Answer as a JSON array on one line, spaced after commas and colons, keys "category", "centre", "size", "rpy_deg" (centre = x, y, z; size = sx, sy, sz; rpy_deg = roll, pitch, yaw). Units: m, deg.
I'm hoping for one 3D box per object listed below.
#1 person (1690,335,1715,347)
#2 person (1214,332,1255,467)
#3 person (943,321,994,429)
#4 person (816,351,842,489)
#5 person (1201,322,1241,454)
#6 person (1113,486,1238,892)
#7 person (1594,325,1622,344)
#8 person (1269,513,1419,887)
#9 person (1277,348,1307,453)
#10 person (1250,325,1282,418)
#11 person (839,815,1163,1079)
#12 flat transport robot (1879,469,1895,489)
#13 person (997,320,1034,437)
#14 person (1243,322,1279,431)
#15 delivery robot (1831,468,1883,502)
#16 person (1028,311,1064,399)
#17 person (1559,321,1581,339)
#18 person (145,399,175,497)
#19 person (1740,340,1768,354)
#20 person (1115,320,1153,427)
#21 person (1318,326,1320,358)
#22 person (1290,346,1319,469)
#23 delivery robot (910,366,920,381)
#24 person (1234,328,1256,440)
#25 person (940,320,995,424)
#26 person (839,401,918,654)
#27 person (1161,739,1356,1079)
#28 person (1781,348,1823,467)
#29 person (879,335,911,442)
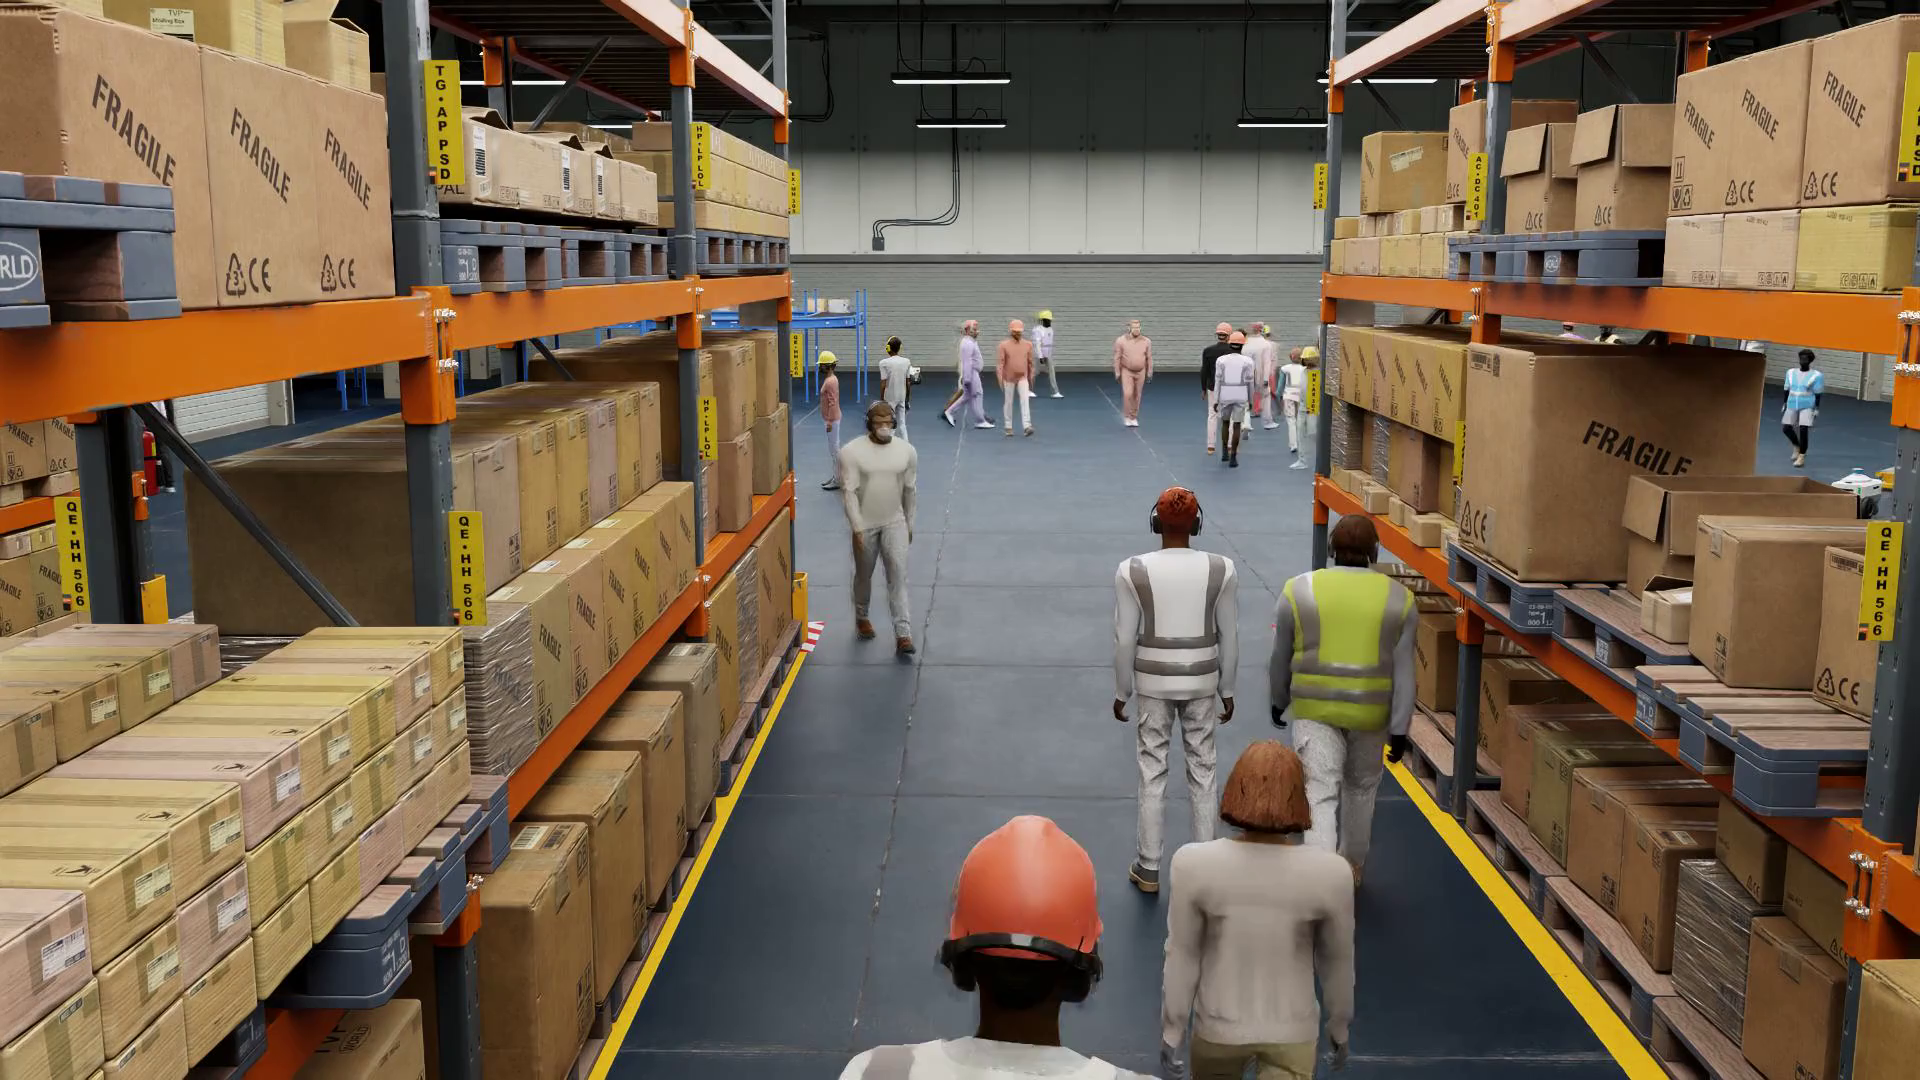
[{"category": "person", "centre": [16.747, -4.263, 37.562], "size": [0.509, 1.817, 0.443], "rpy_deg": [5, 11, 28]}, {"category": "person", "centre": [3.954, -2.034, 23.923], "size": [0.553, 1.904, 0.800], "rpy_deg": [3, 10, 17]}, {"category": "person", "centre": [0.145, -2.905, 29.239], "size": [0.850, 1.878, 0.651], "rpy_deg": [0, 9, -2]}, {"category": "person", "centre": [-1.683, -1.541, 21.400], "size": [0.328, 1.767, 0.530], "rpy_deg": [-1, 9, -3]}, {"category": "person", "centre": [3.982, -2.307, 25.299], "size": [0.623, 1.992, 0.396], "rpy_deg": [2, 10, 14]}, {"category": "person", "centre": [0.994, 0.689, 7.691], "size": [0.573, 1.883, 0.354], "rpy_deg": [0, 9, 0]}, {"category": "person", "centre": [12.170, -3.205, 31.228], "size": [0.710, 1.826, 0.633], "rpy_deg": [-4, 10, -25]}, {"category": "person", "centre": [1.705, 0.780, 7.447], "size": [0.626, 1.799, 0.954], "rpy_deg": [1, 10, 7]}, {"category": "person", "centre": [5.149, -2.159, 25.592], "size": [0.525, 1.600, 0.837], "rpy_deg": [0, 9, -1]}, {"category": "person", "centre": [5.802, -3.203, 31.435], "size": [0.523, 1.739, 0.767], "rpy_deg": [8, 12, 40]}, {"category": "person", "centre": [0.067, 1.460, 2.684], "size": [0.613, 2.023, 0.786], "rpy_deg": [2, 10, 11]}, {"category": "flat transport robot", "centre": [12.423, -0.810, 21.613], "size": [0.652, 0.197, 1.431], "rpy_deg": [9, 13, 43]}, {"category": "person", "centre": [0.944, -2.683, 27.704], "size": [0.664, 1.938, 1.023], "rpy_deg": [-2, 10, -13]}, {"category": "person", "centre": [5.176, -2.828, 28.766], "size": [0.665, 1.868, 0.887], "rpy_deg": [9, 13, 42]}, {"category": "delivery robot", "centre": [10.299, -0.578, 19.098], "size": [0.707, 0.478, 0.477], "rpy_deg": [-9, 13, -41]}, {"category": "person", "centre": [1.789, -3.991, 35.764], "size": [1.002, 1.880, 0.595], "rpy_deg": [9, 13, 44]}, {"category": "person", "centre": [11.422, -3.246, 31.297], "size": [0.560, 1.881, 1.011], "rpy_deg": [0, 9, 2]}, {"category": "person", "centre": [-10.169, -1.511, 20.877], "size": [0.439, 1.902, 0.622], "rpy_deg": [5, 10, 25]}, {"category": "person", "centre": [17.061, -4.032, 35.774], "size": [0.616, 1.946, 0.392], "rpy_deg": [-1, 10, -7]}, {"category": "person", "centre": [3.096, -2.917, 29.270], "size": [0.673, 1.880, 0.785], "rpy_deg": [-2, 10, -9]}, {"category": "person", "centre": [8.108, -4.155, 36.892], "size": [0.535, 1.829, 0.955], "rpy_deg": [9, 13, 43]}, {"category": "person", "centre": [4.992, -1.877, 23.525], "size": [0.585, 1.727, 0.489], "rpy_deg": [-5, 11, -25]}, {"category": "delivery robot", "centre": [-1.326, -4.019, 39.708], "size": [0.707, 0.478, 0.477], "rpy_deg": [4, 10, 23]}, {"category": "person", "centre": [4.509, -2.493, 26.833], "size": [0.540, 1.856, 0.530], "rpy_deg": [0, 9, -3]}, {"category": "person", "centre": [0.094, -3.054, 30.166], "size": [0.989, 1.883, 0.539], "rpy_deg": [0, 9, -2]}, {"category": "person", "centre": [-0.612, -0.118, 12.573], "size": [0.616, 1.884, 1.063], "rpy_deg": [-2, 10, -15]}, {"category": "person", "centre": [0.823, 1.336, 4.611], "size": [0.523, 1.614, 0.517], "rpy_deg": [1, 10, 9]}, {"category": "person", "centre": [12.025, -1.896, 23.750], "size": [0.404, 1.682, 0.545], "rpy_deg": [-8, 12, -38]}, {"category": "person", "centre": [-0.935, -1.952, 23.578], "size": [0.513, 1.862, 0.328], "rpy_deg": [-6, 11, -33]}]
